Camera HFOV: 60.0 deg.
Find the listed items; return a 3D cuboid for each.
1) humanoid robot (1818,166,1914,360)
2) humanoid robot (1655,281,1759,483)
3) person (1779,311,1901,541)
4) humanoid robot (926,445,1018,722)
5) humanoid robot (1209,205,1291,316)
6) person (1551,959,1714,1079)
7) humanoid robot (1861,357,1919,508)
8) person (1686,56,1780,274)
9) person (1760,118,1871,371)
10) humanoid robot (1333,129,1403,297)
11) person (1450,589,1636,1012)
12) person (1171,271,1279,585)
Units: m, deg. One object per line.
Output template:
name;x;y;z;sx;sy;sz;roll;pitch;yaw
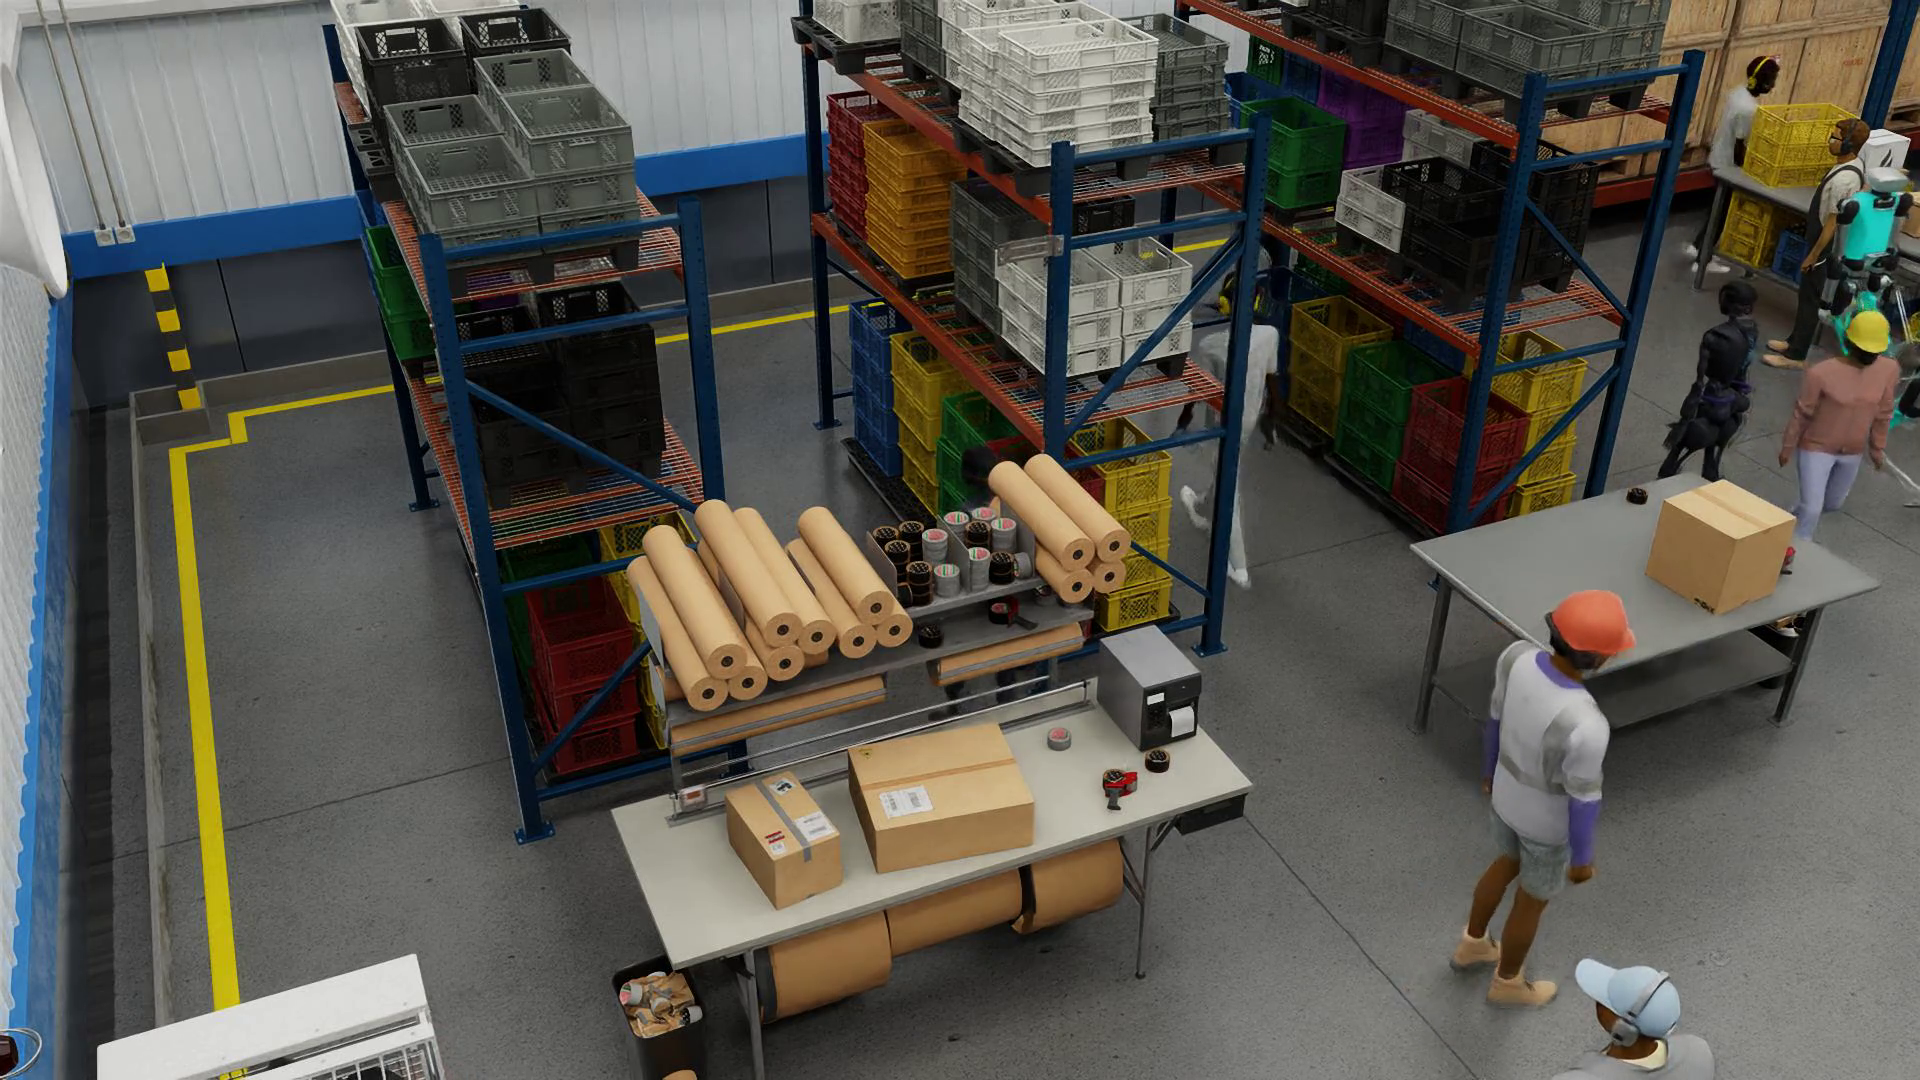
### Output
humanoid robot;6.059;-1.554;11.060;0.541;1.768;0.661;-9;33;-14
humanoid robot;4.463;-0.772;9.896;0.612;1.635;0.611;-21;37;-30
person;4.937;-0.549;9.468;0.530;1.729;0.694;-2;32;-3
humanoid robot;0.121;0.289;8.171;0.587;1.630;0.561;-22;38;-31
humanoid robot;2.265;-2.427;12.603;0.609;1.649;0.608;-16;35;-24
person;1.959;2.010;5.196;0.590;1.852;0.365;-12;34;-19
humanoid robot;5.658;-0.941;10.120;1.006;1.713;0.539;19;36;27
person;6.204;-2.992;13.341;0.372;1.837;0.591;8;33;13
person;6.145;-2.108;11.890;0.346;1.846;0.507;18;36;26
humanoid robot;3.229;-2.737;13.078;0.607;1.658;0.326;27;40;36
person;2.300;1.046;6.587;0.376;2.041;0.615;-9;33;-14
person;1.506;-0.709;9.634;0.549;1.822;0.944;-13;34;-19
